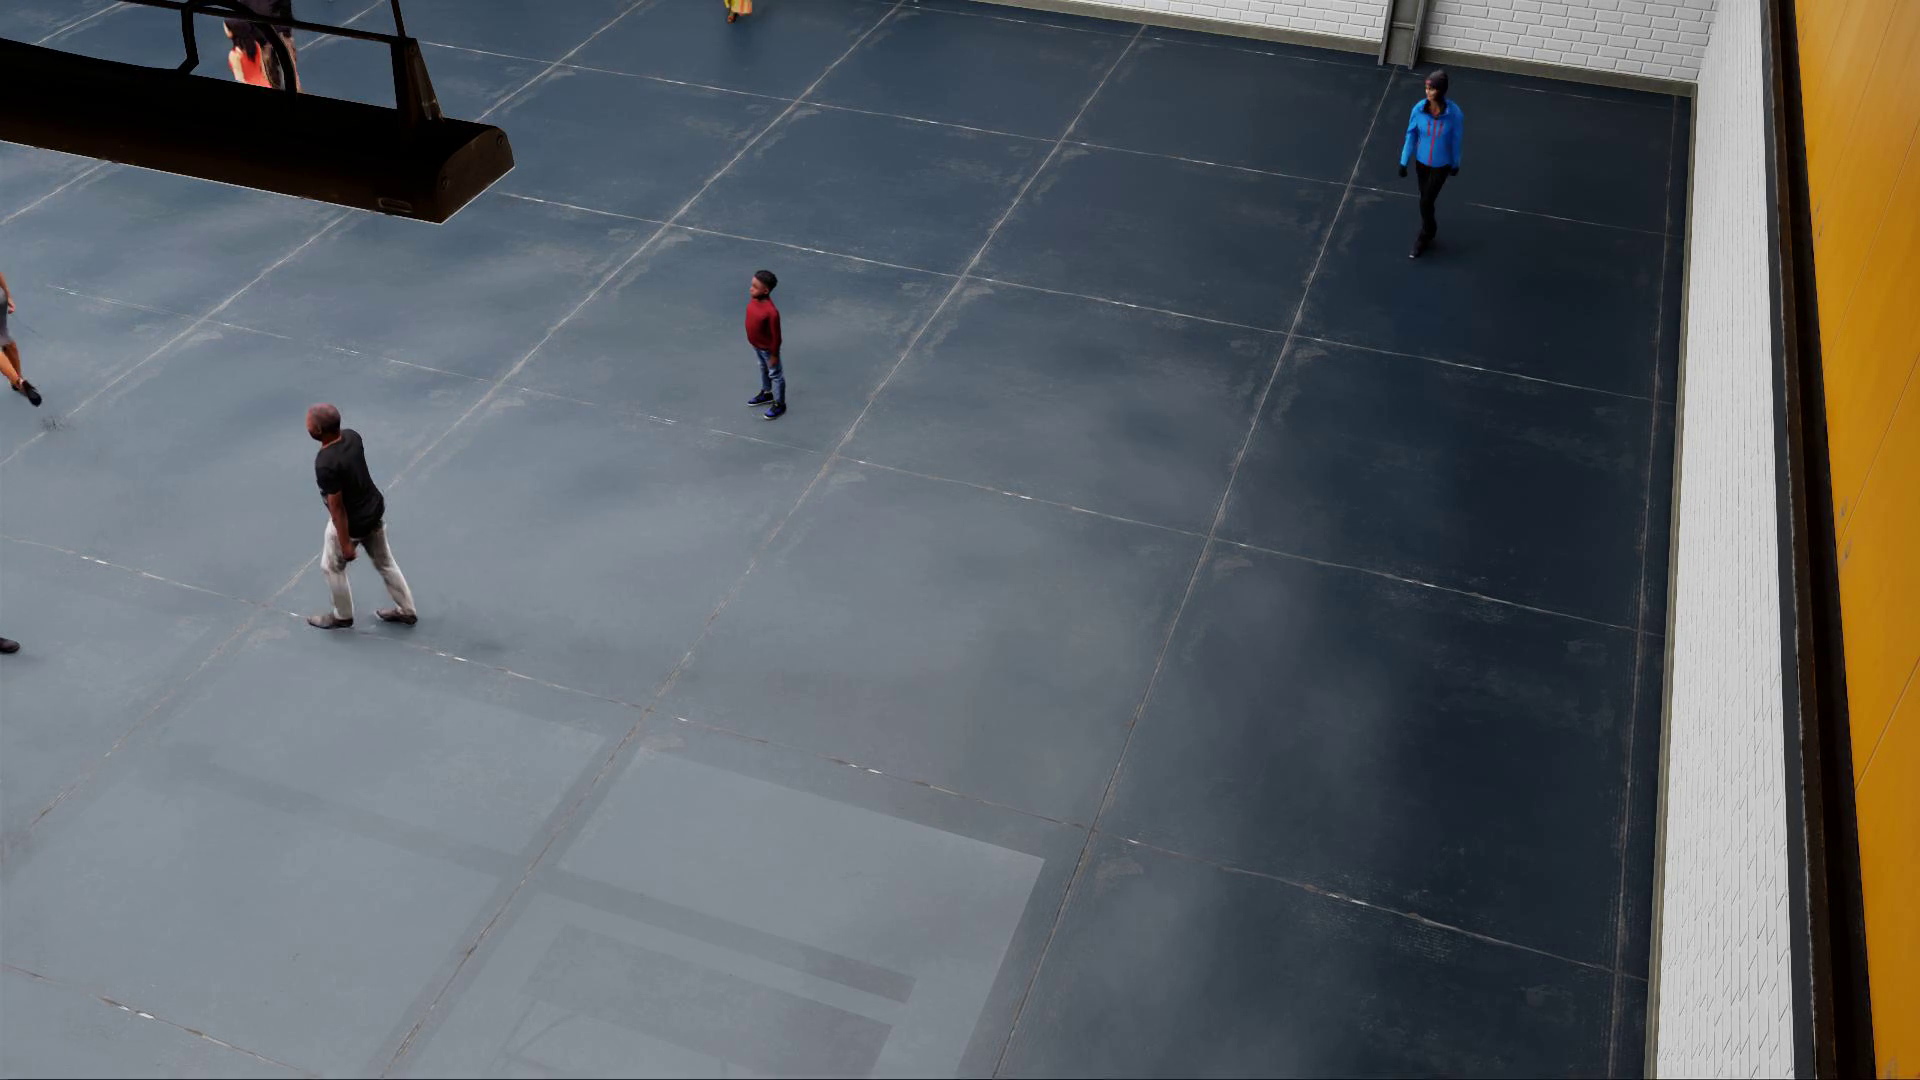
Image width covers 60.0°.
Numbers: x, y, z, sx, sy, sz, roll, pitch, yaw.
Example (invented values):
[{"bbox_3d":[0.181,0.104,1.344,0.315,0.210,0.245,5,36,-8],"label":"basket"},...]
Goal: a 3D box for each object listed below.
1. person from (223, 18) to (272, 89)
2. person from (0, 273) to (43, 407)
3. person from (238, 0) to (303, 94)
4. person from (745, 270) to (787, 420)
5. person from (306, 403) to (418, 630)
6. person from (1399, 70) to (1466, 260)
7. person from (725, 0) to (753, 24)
[{"bbox_3d":[-6.707,-4.215,16.049,1.002,1.701,0.656,9,39,11],"label":"person"},{"bbox_3d":[-7.555,-1.779,12.950,1.052,1.762,0.806,29,47,31],"label":"person"},{"bbox_3d":[-7.067,-5.165,17.100,1.191,1.875,1.288,-19,42,-22],"label":"person"},{"bbox_3d":[-1.519,-1.564,13.086,0.647,1.256,0.567,-24,44,-27],"label":"person"},{"bbox_3d":[-3.848,-0.108,10.840,1.003,1.784,0.814,6,39,7],"label":"person"},{"bbox_3d":[4.307,-3.402,14.983,0.827,1.762,0.841,22,44,25],"label":"person"},{"bbox_3d":[-2.702,-6.990,19.594,1.155,1.613,0.971,5,39,7],"label":"person"}]
